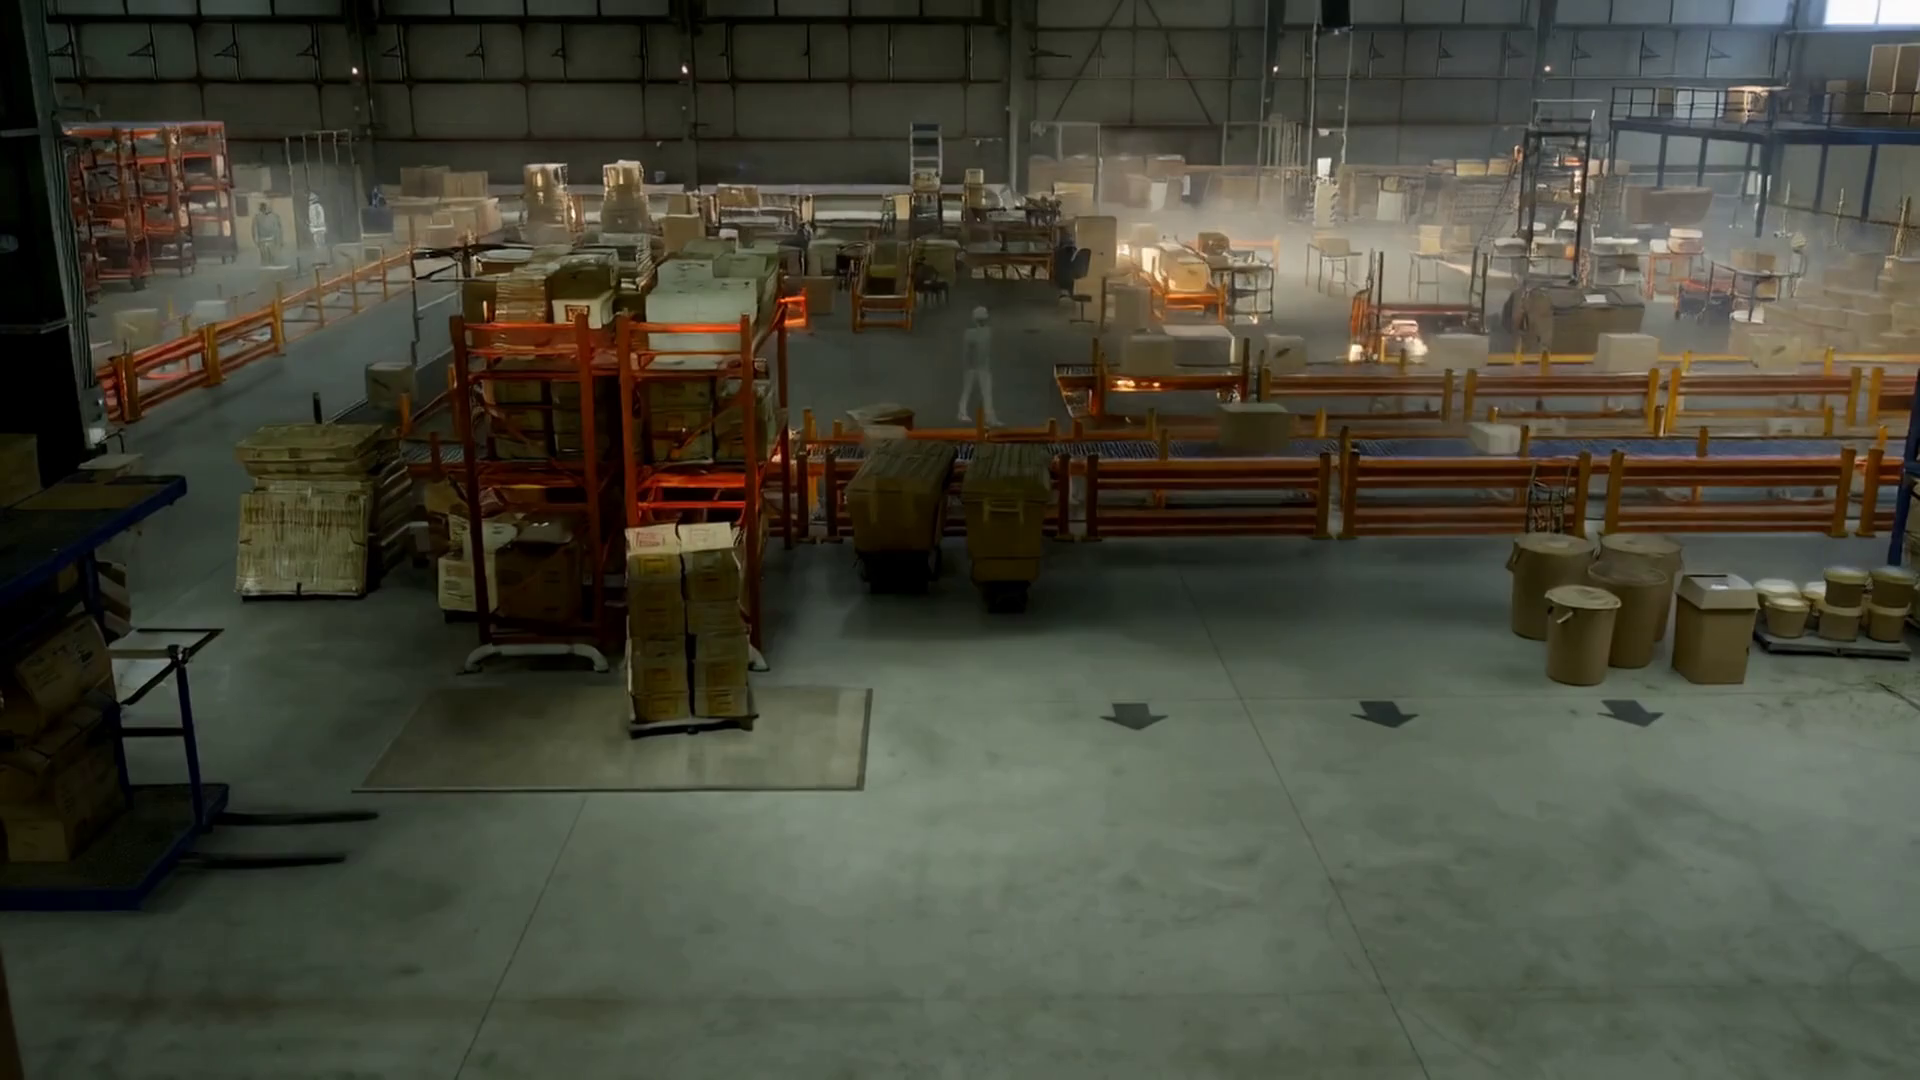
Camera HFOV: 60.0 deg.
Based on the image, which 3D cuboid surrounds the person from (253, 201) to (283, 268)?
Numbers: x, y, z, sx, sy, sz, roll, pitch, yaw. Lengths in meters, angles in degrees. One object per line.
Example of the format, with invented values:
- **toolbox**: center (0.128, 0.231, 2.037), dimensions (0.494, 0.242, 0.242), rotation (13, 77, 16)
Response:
- **person**: center (-16.380, -7.069, 39.388), dimensions (0.640, 1.905, 0.402), rotation (-3, 16, -9)

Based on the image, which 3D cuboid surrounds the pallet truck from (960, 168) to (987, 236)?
- **pallet truck**: center (0.383, -10.230, 50.206), dimensions (0.823, 1.965, 1.885), rotation (-1, 16, -3)

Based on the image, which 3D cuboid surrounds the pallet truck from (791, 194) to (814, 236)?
- **pallet truck**: center (-4.814, -9.883, 50.259), dimensions (0.704, 1.261, 1.522), rotation (-1, 16, -3)

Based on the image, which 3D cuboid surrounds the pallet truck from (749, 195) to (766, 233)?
- **pallet truck**: center (-6.051, -9.967, 50.660), dimensions (0.680, 1.201, 1.601), rotation (0, 16, -1)

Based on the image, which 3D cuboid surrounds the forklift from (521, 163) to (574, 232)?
- **forklift**: center (-12.233, -10.122, 49.298), dimensions (1.157, 1.987, 2.680), rotation (0, 16, -1)

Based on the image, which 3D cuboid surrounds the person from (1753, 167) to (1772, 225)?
- **person**: center (25.695, -11.036, 53.239), dimensions (0.383, 1.873, 0.640), rotation (15, 22, 42)

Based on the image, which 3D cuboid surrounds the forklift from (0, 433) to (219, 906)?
- **forklift**: center (-5.952, 0.780, 10.366), dimensions (1.873, 2.768, 1.129), rotation (0, 16, -1)

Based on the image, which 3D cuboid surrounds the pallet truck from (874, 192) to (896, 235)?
- **pallet truck**: center (-2.277, -9.986, 50.594), dimensions (0.653, 1.274, 1.630), rotation (0, 16, -1)

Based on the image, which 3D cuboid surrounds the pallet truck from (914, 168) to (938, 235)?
- **pallet truck**: center (-0.989, -10.316, 50.507), dimensions (0.823, 1.965, 1.885), rotation (1, 16, 3)

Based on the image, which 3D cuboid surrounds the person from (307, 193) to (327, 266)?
- **person**: center (-16.458, -7.937, 42.531), dimensions (0.403, 1.831, 0.596), rotation (-2, 16, -6)

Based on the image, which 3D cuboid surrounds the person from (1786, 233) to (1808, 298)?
- **person**: center (15.340, -4.624, 30.643), dimensions (0.395, 2.038, 0.615), rotation (12, 20, 35)

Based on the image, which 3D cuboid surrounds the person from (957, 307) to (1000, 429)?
- **person**: center (0.238, -2.493, 23.835), dimensions (0.522, 1.720, 0.931), rotation (-10, 19, -31)

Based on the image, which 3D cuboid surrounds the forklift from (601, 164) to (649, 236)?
- **forklift**: center (-9.948, -10.127, 49.296), dimensions (1.157, 1.987, 2.680), rotation (-1, 16, -3)
